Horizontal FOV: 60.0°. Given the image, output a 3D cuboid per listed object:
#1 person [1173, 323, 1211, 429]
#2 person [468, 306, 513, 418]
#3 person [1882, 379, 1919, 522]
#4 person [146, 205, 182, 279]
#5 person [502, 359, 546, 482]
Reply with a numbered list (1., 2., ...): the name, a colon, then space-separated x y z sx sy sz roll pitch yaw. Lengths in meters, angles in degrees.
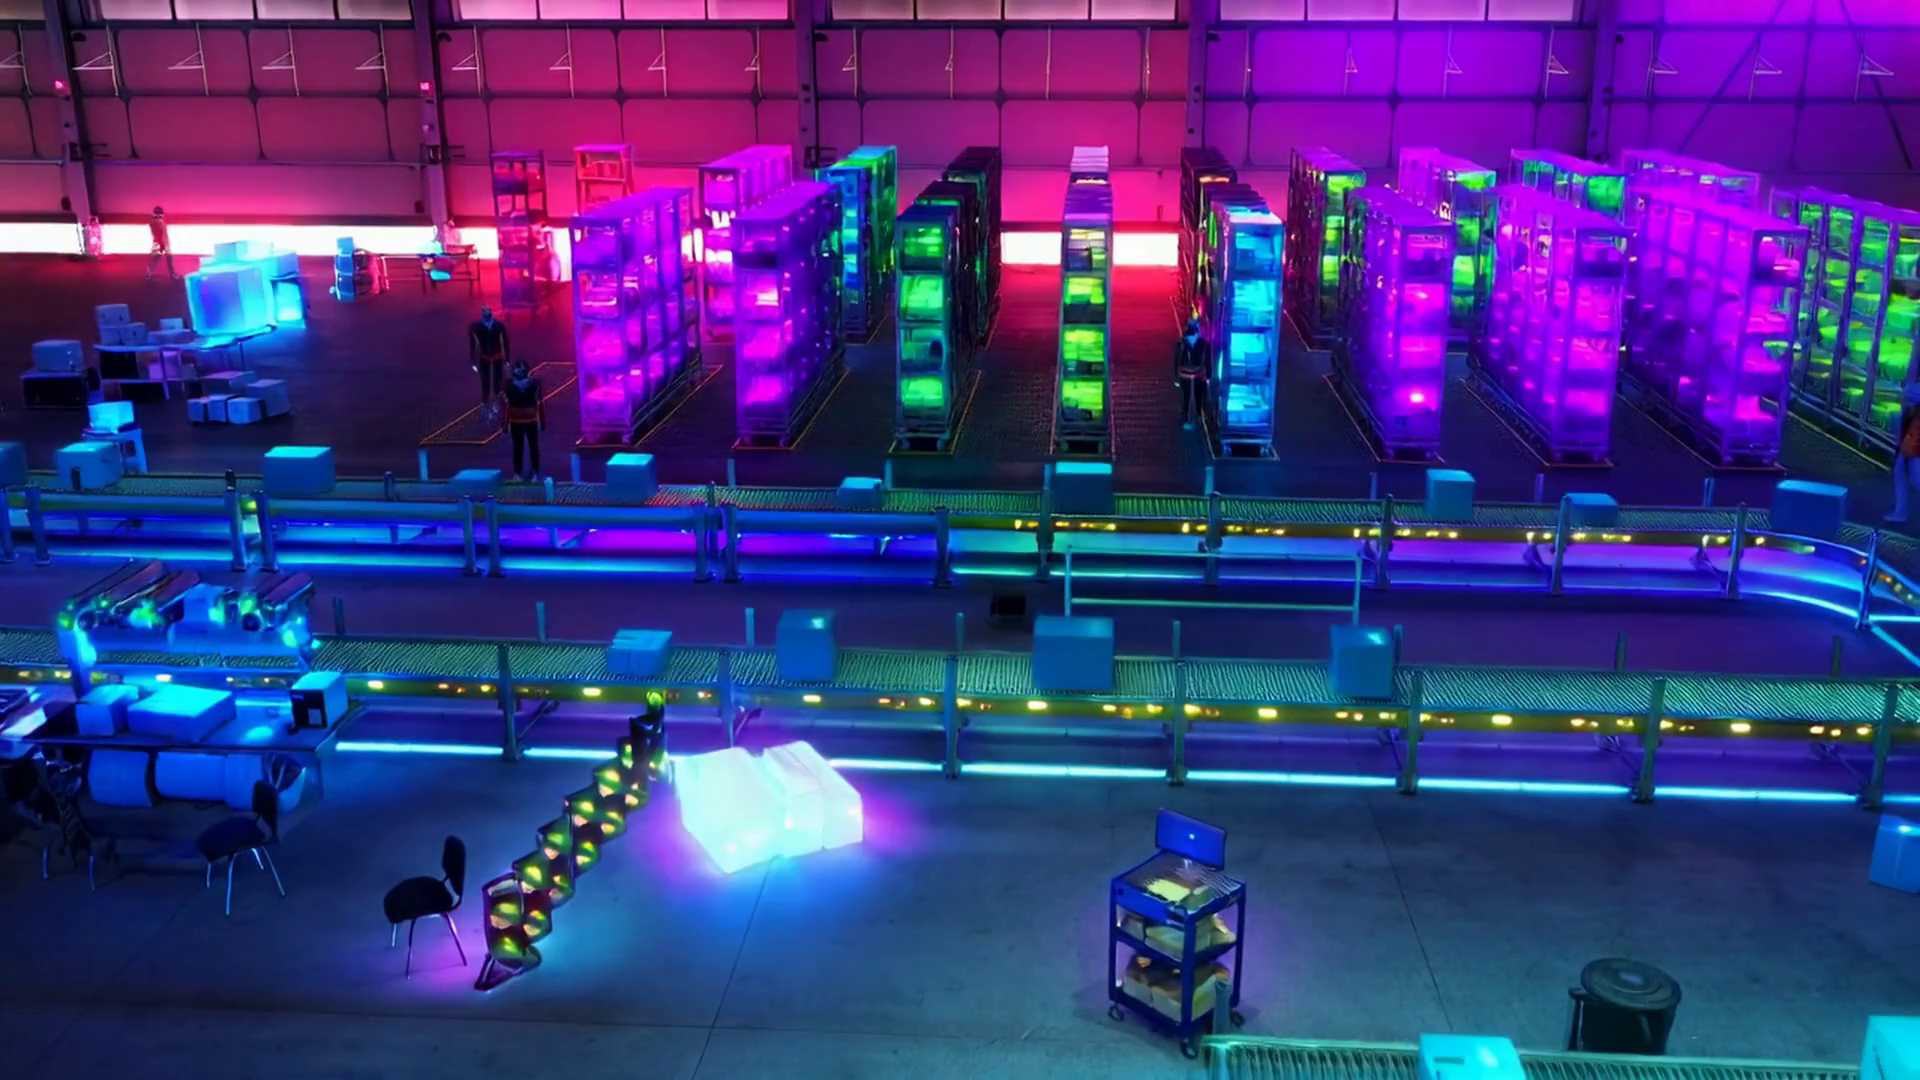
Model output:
1. person: 3.780 -2.674 27.127 0.628 1.788 0.577 -1 18 -3
2. person: -7.875 -3.002 28.018 0.659 1.864 0.930 -9 20 -26
3. person: 12.698 -1.156 22.036 0.695 1.959 0.641 -1 18 -3
4. person: -20.556 -7.644 42.700 0.881 1.915 0.551 4 18 13
5. person: -6.270 -1.711 23.981 0.565 1.837 0.401 -5 18 -14
